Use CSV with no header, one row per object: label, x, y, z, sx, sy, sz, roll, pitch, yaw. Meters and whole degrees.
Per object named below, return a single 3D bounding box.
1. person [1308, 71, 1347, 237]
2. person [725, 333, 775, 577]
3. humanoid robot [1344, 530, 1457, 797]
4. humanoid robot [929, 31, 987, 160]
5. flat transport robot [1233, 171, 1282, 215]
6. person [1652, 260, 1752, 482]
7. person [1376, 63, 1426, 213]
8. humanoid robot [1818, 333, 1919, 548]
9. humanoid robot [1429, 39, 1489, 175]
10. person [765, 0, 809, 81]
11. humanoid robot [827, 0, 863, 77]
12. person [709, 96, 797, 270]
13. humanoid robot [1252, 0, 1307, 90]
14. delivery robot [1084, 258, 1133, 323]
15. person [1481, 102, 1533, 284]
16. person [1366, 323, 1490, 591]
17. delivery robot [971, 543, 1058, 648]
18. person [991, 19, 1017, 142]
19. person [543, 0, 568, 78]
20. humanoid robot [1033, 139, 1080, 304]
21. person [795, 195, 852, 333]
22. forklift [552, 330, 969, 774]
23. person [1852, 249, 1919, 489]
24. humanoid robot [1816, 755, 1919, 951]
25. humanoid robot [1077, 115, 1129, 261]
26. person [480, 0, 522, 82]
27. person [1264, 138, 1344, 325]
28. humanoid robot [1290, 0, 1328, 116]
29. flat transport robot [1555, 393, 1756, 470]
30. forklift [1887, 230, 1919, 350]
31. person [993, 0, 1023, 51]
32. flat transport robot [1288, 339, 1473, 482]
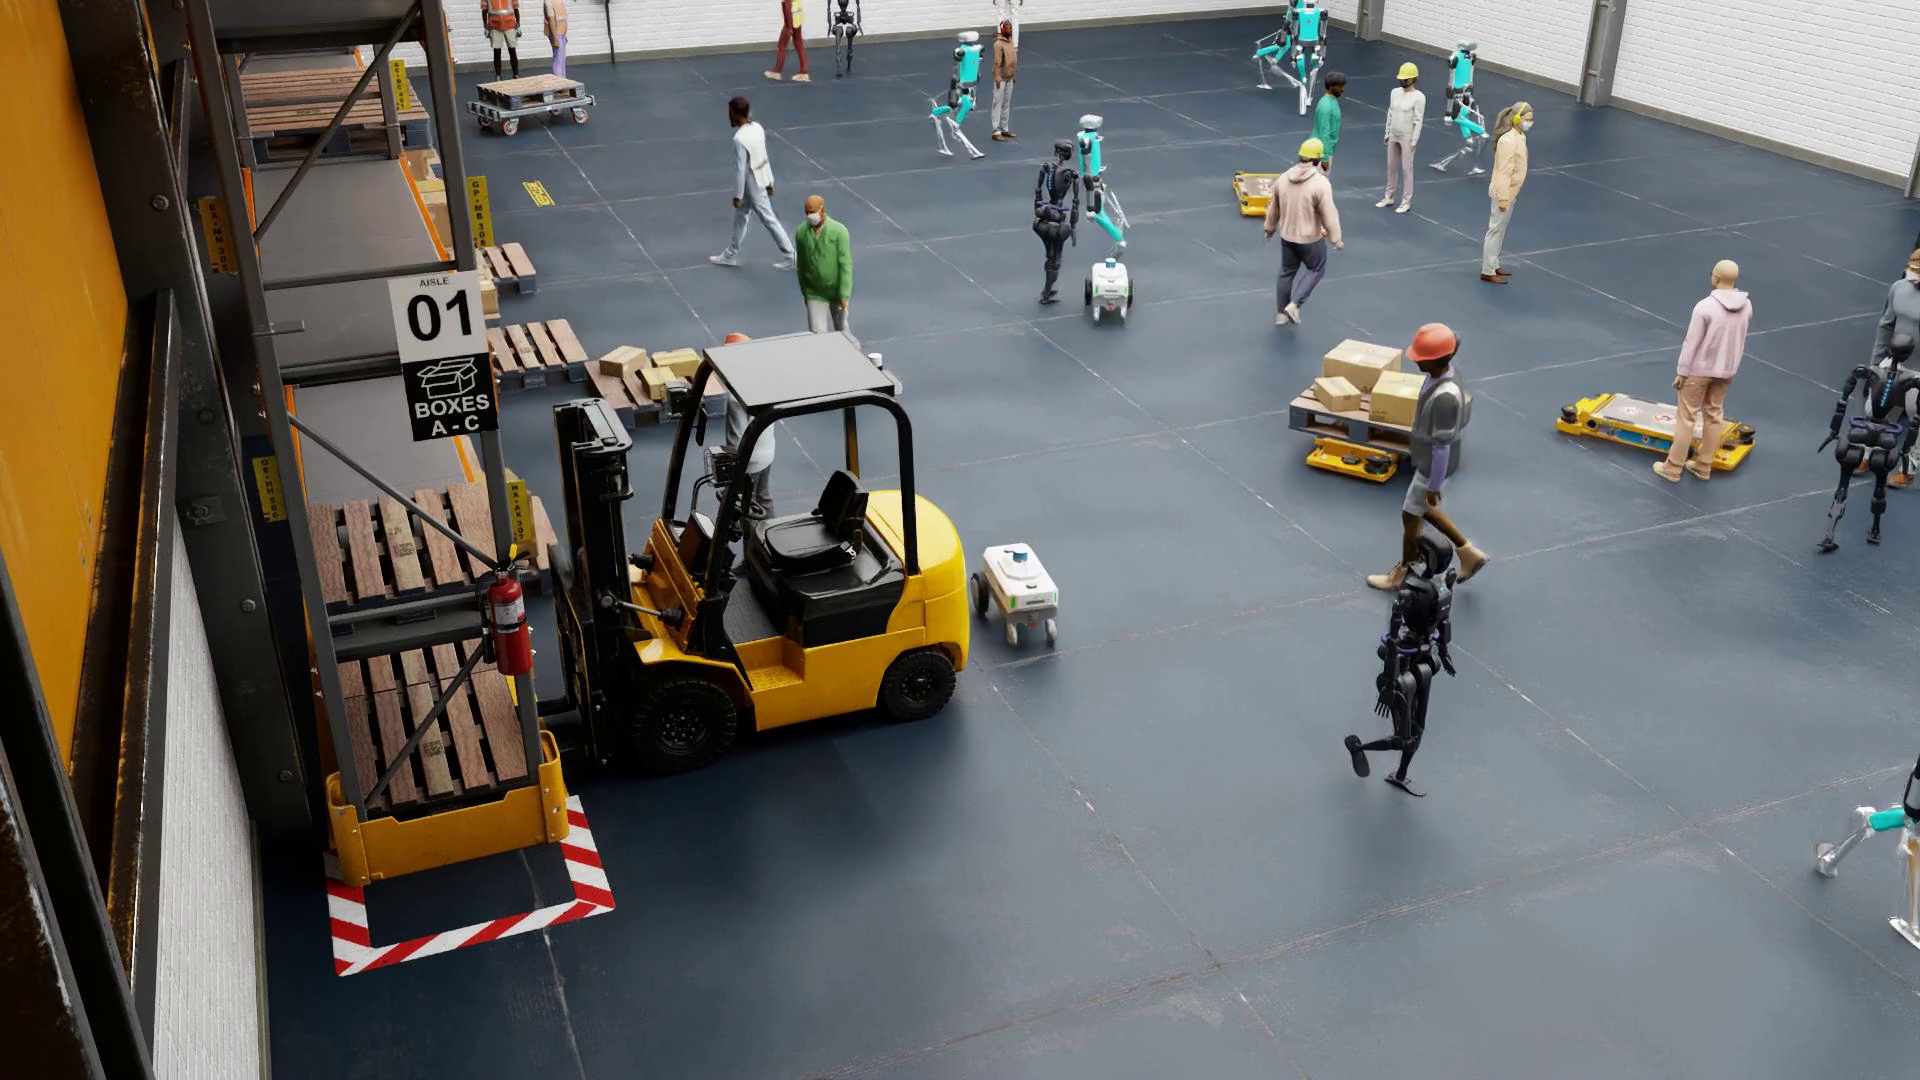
person,4.156,-4.417,19.015,0.395,1.849,0.493,7,28,14
person,-1.471,-0.594,11.529,0.350,1.739,0.574,8,28,16
humanoid robot,2.444,0.652,9.133,0.608,1.645,0.424,-22,34,-37
humanoid robot,-0.069,-5.854,21.996,1.013,1.725,0.539,20,33,35
flat transport robot,3.750,-4.257,20.455,0.659,0.231,1.431,2,27,3
person,5.799,-1.288,12.877,0.531,1.776,0.416,-6,27,-13
person,5.284,-4.816,19.908,0.324,1.761,0.522,-17,31,-29
humanoid robot,6.487,-0.707,11.877,0.594,1.644,0.585,13,30,24
humanoid robot,6.559,-5.468,21.279,0.549,1.769,1.034,-23,34,-37
person,-2.816,-8.336,26.934,0.855,1.735,0.491,10,28,19
humanoid robot,-1.884,-8.424,27.211,0.599,1.627,0.743,0,27,-1
person,-2.211,-3.800,17.780,1.054,1.854,0.598,4,27,9
humanoid robot,4.963,-7.825,25.894,1.017,1.698,0.530,14,30,26
delivery robot,1.502,-2.527,16.687,0.499,0.587,0.777,1,27,2
person,5.722,-3.656,17.476,0.406,1.876,0.555,13,29,24
person,3.204,-0.519,11.083,0.697,2.012,0.656,7,27,13
delivery robot,0.396,0.321,11.021,0.499,0.585,0.772,-7,27,-13
person,0.606,-6.433,23.240,0.327,1.651,0.458,16,31,29
person,-6.230,-7.796,25.735,0.390,1.850,0.565,0,27,1
humanoid robot,0.932,-3.245,16.889,0.592,1.631,0.480,24,35,38
person,-1.189,-2.248,14.838,0.521,1.731,0.969,2,27,4
forklift,-1.094,0.010,9.831,2.313,2.155,1.214,-10,28,-20
person,7.305,-1.332,12.809,0.420,1.924,0.627,-10,28,-19
humanoid robot,4.673,1.134,8.155,0.548,1.822,0.889,-5,27,-10
humanoid robot,1.553,-3.501,17.367,0.712,1.821,0.547,5,27,10
person,-7.222,-8.110,26.231,0.606,1.966,0.368,-8,28,-15
person,3.298,-2.953,16.105,0.480,1.849,0.815,-23,35,-38
humanoid robot,5.208,-7.260,24.850,0.544,1.762,1.029,7,28,14
flat transport robot,5.781,-0.925,13.827,1.431,0.231,0.659,20,33,34
forklift,9.029,-2.397,14.618,1.214,2.155,2.313,18,32,32
person,0.851,-9.535,29.171,0.565,1.878,0.354,-3,27,-6
flat transport robot,3.441,-0.857,13.693,0.659,0.231,1.431,16,31,29
